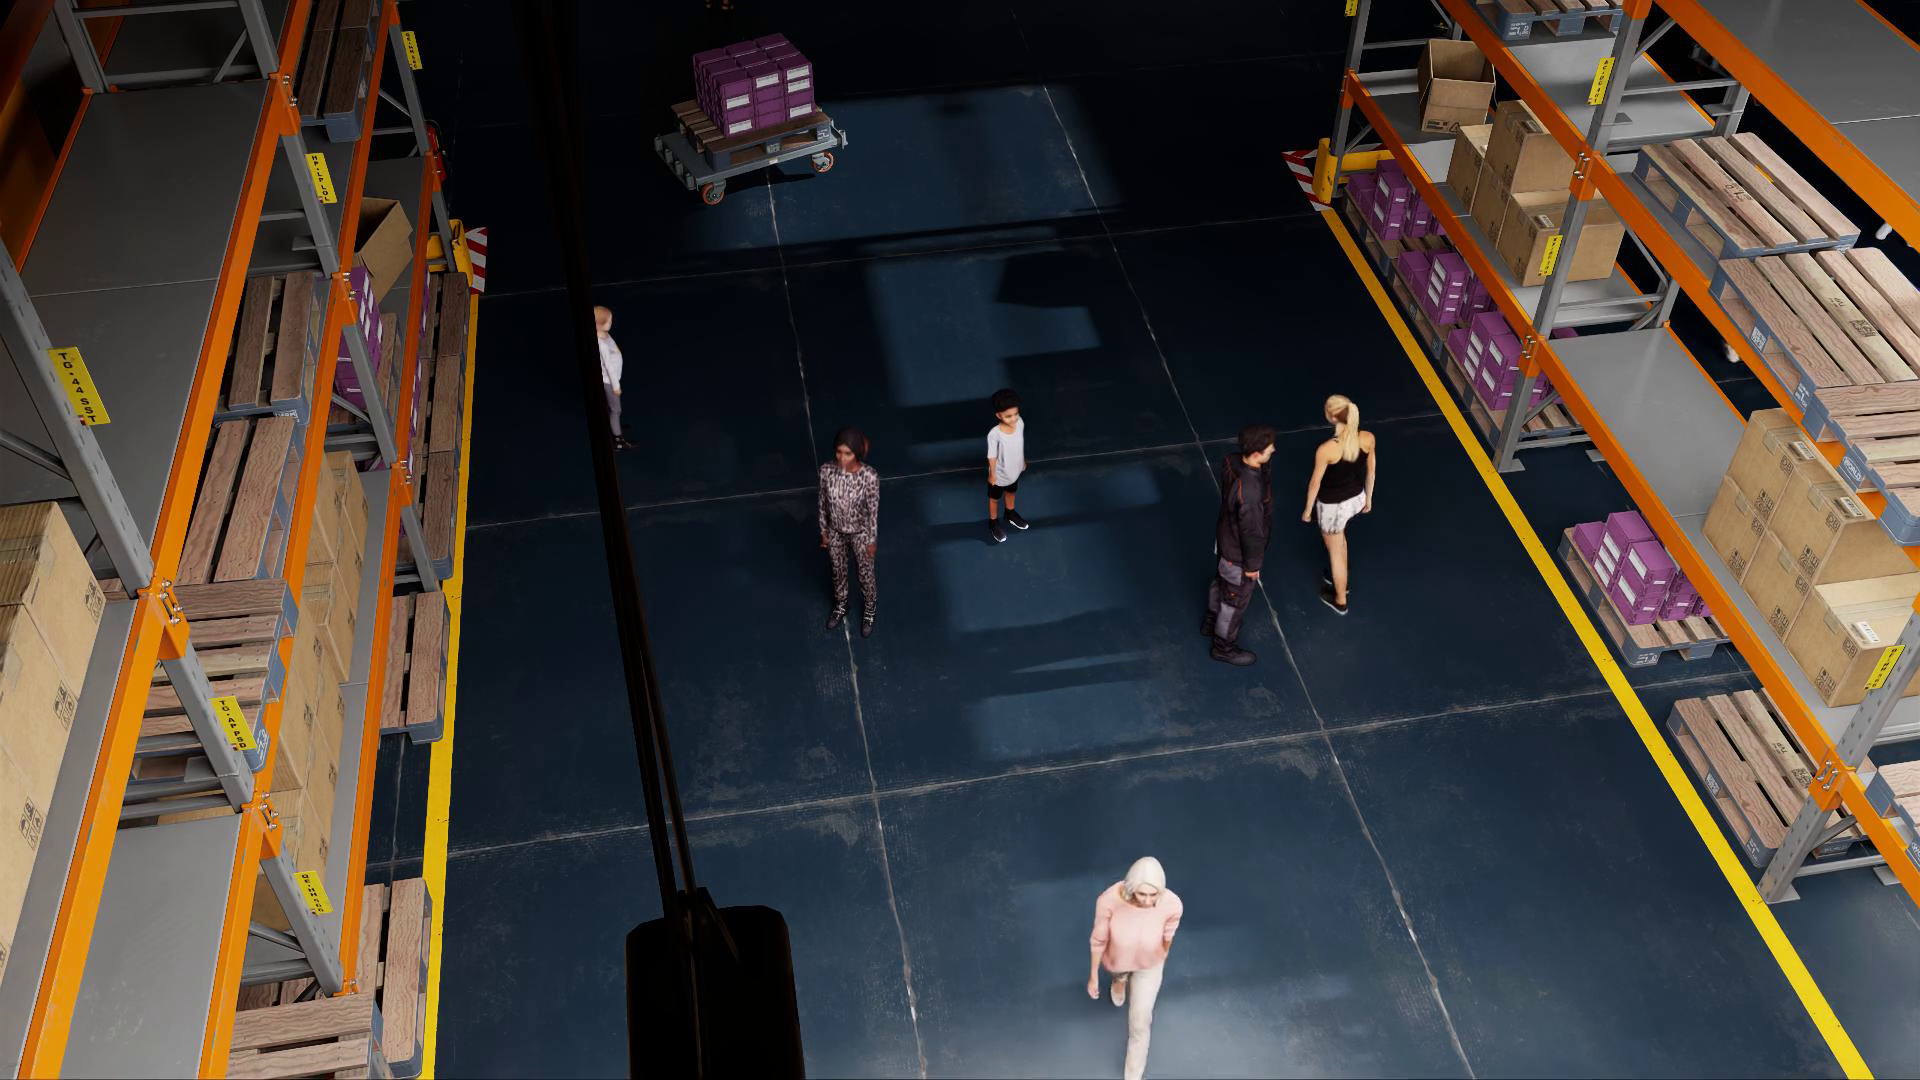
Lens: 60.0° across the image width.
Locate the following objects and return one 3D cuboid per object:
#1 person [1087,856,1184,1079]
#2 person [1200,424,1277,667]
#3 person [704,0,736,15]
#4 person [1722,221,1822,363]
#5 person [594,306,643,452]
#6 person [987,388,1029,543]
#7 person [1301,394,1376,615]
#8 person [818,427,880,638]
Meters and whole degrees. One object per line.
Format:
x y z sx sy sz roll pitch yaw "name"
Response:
0.902 2.150 8.868 0.853 1.671 1.233 5 44 5 "person"
1.832 0.011 10.914 0.764 1.946 0.533 -4 44 -5 "person"
-2.717 -6.522 17.965 0.687 1.680 0.677 9 44 10 "person"
6.509 -1.938 13.320 0.675 1.449 1.027 -12 45 -12 "person"
-2.701 -1.245 12.715 0.605 1.280 0.508 -19 47 -19 "person"
0.328 -0.569 12.018 0.572 1.262 0.612 -28 50 -26 "person"
2.614 -0.212 11.243 0.725 1.816 0.742 -13 45 -14 "person"
-0.731 -0.051 11.152 0.679 1.709 0.714 13 45 13 "person"
